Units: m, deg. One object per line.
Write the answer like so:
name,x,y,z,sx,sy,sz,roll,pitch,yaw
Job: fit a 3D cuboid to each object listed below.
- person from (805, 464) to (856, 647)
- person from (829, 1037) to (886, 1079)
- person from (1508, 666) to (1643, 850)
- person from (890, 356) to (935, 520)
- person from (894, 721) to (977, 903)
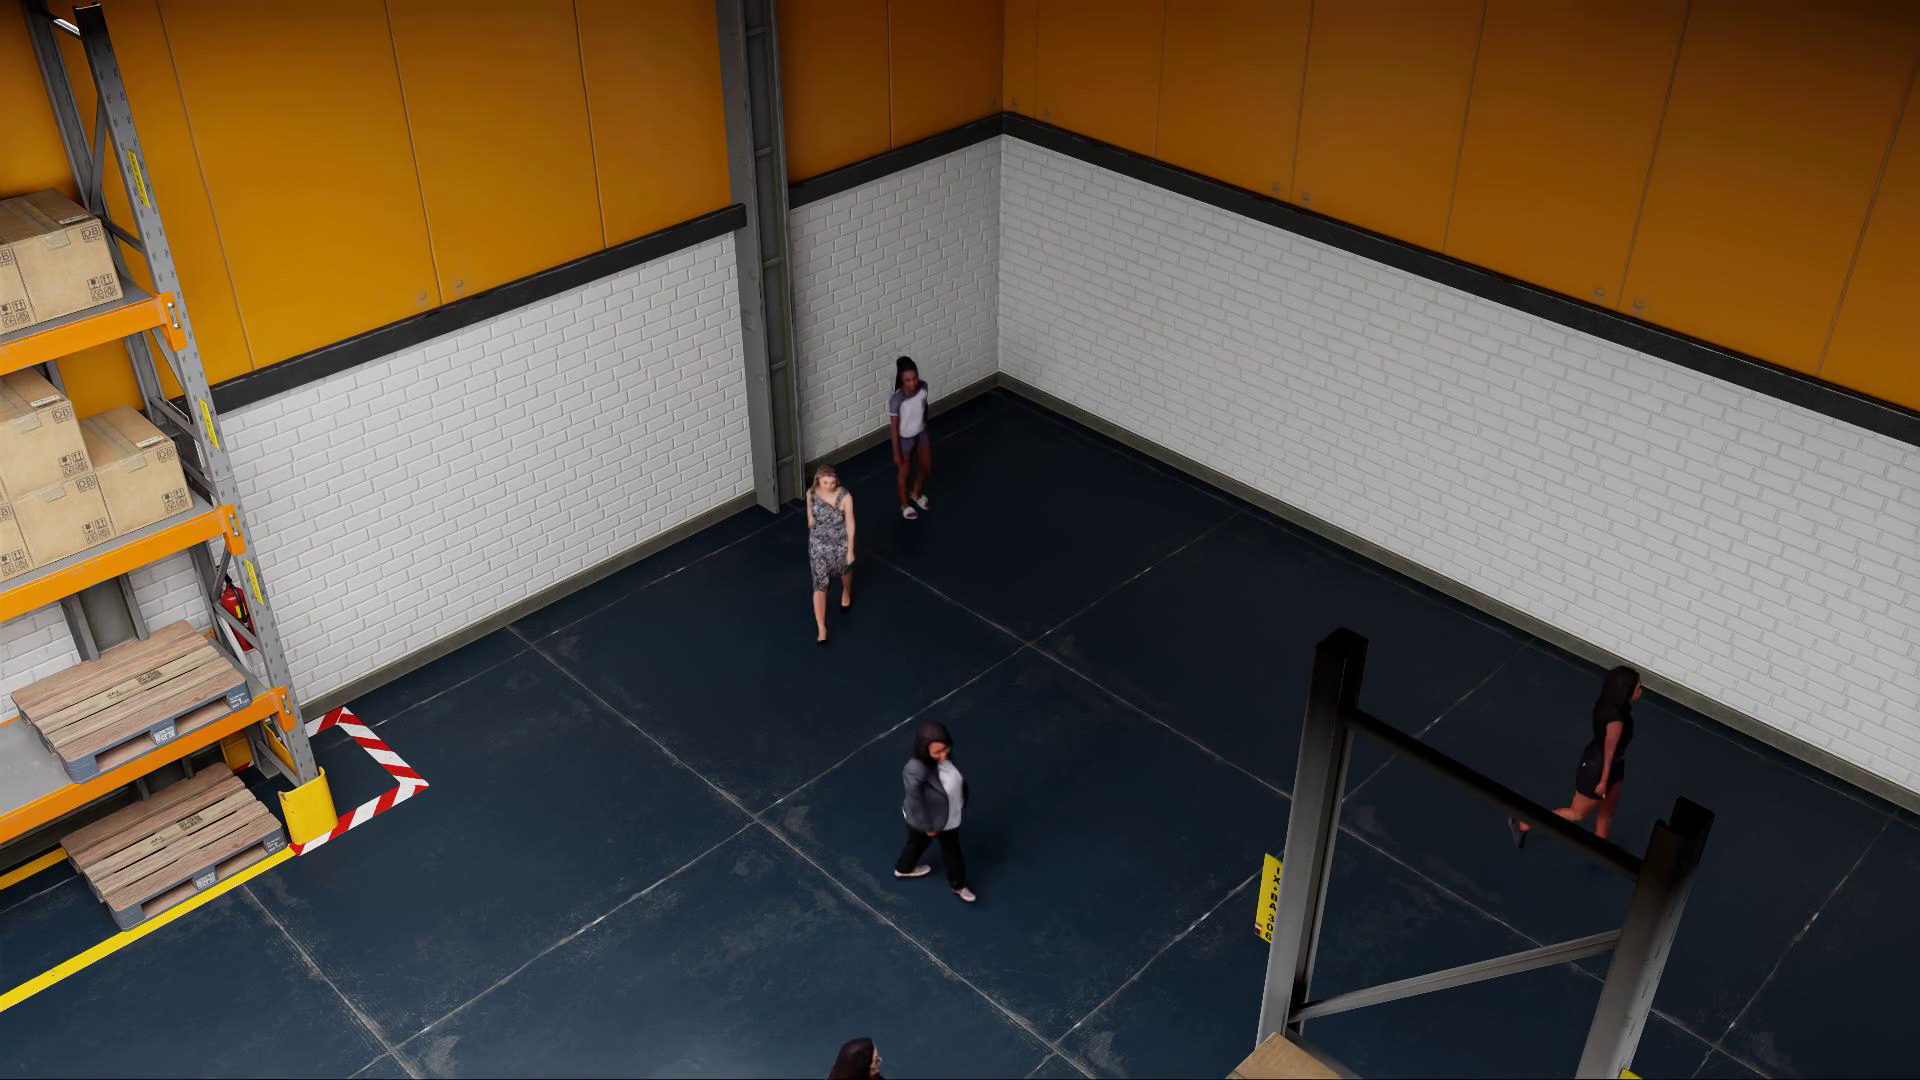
person,-1.058,-0.010,14.003,0.998,1.660,1.157,8,34,12
person,-0.639,3.311,8.946,1.077,1.726,0.955,-8,34,-12
person,4.351,1.583,11.552,0.988,1.719,1.112,10,35,15
person,-0.484,-0.944,15.373,0.580,1.698,0.732,-29,43,-36
person,-0.242,1.799,11.373,0.854,1.557,0.906,15,36,21
